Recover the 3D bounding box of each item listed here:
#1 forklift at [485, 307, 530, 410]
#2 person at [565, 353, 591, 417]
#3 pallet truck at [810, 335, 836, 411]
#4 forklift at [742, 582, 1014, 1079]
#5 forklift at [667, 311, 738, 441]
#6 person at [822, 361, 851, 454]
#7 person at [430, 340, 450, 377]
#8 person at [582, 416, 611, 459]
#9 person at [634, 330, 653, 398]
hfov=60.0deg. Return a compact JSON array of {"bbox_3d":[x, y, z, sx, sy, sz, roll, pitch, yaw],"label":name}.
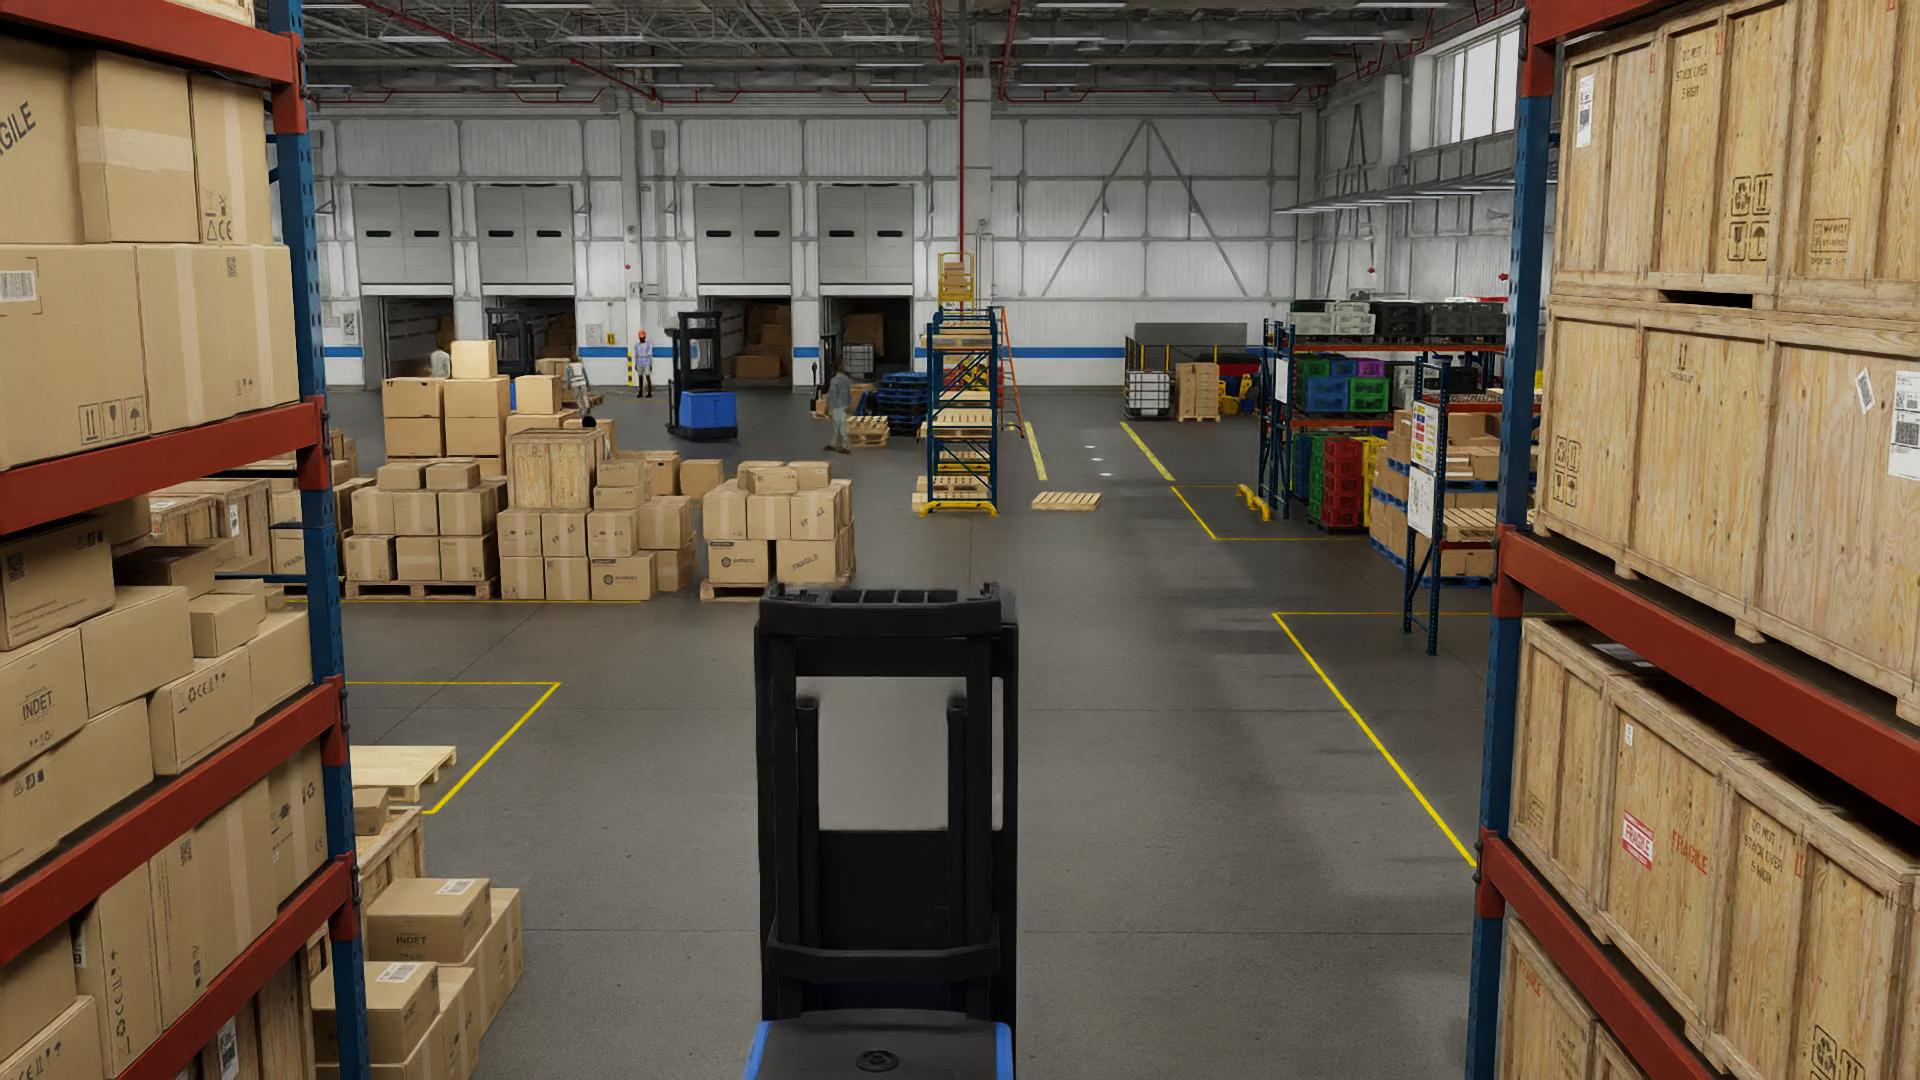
[{"bbox_3d":[-10.754,-4.150,39.646,1.129,2.768,1.873,0,10,1],"label":"forklift"},{"bbox_3d":[-9.586,-3.878,41.746,0.538,1.604,0.567,-7,12,-37],"label":"person"},{"bbox_3d":[-3.021,-4.312,43.126,1.885,1.965,0.823,3,10,17],"label":"pallet truck"},{"bbox_3d":[-0.304,1.559,6.707,1.129,2.768,1.873,0,10,1],"label":"forklift"},{"bbox_3d":[-5.744,-3.686,36.967,1.129,2.768,1.873,-5,11,-25],"label":"forklift"},{"bbox_3d":[-2.600,-2.723,34.236,0.867,1.909,0.635,4,11,23],"label":"person"},{"bbox_3d":[-13.233,-4.129,42.311,0.632,1.924,0.671,6,11,30],"label":"person"},{"bbox_3d":[-5.027,-0.737,22.727,0.591,1.919,0.391,-9,13,-43],"label":"person"},{"bbox_3d":[-9.015,-5.008,47.352,0.546,1.927,0.390,3,10,15],"label":"person"}]
